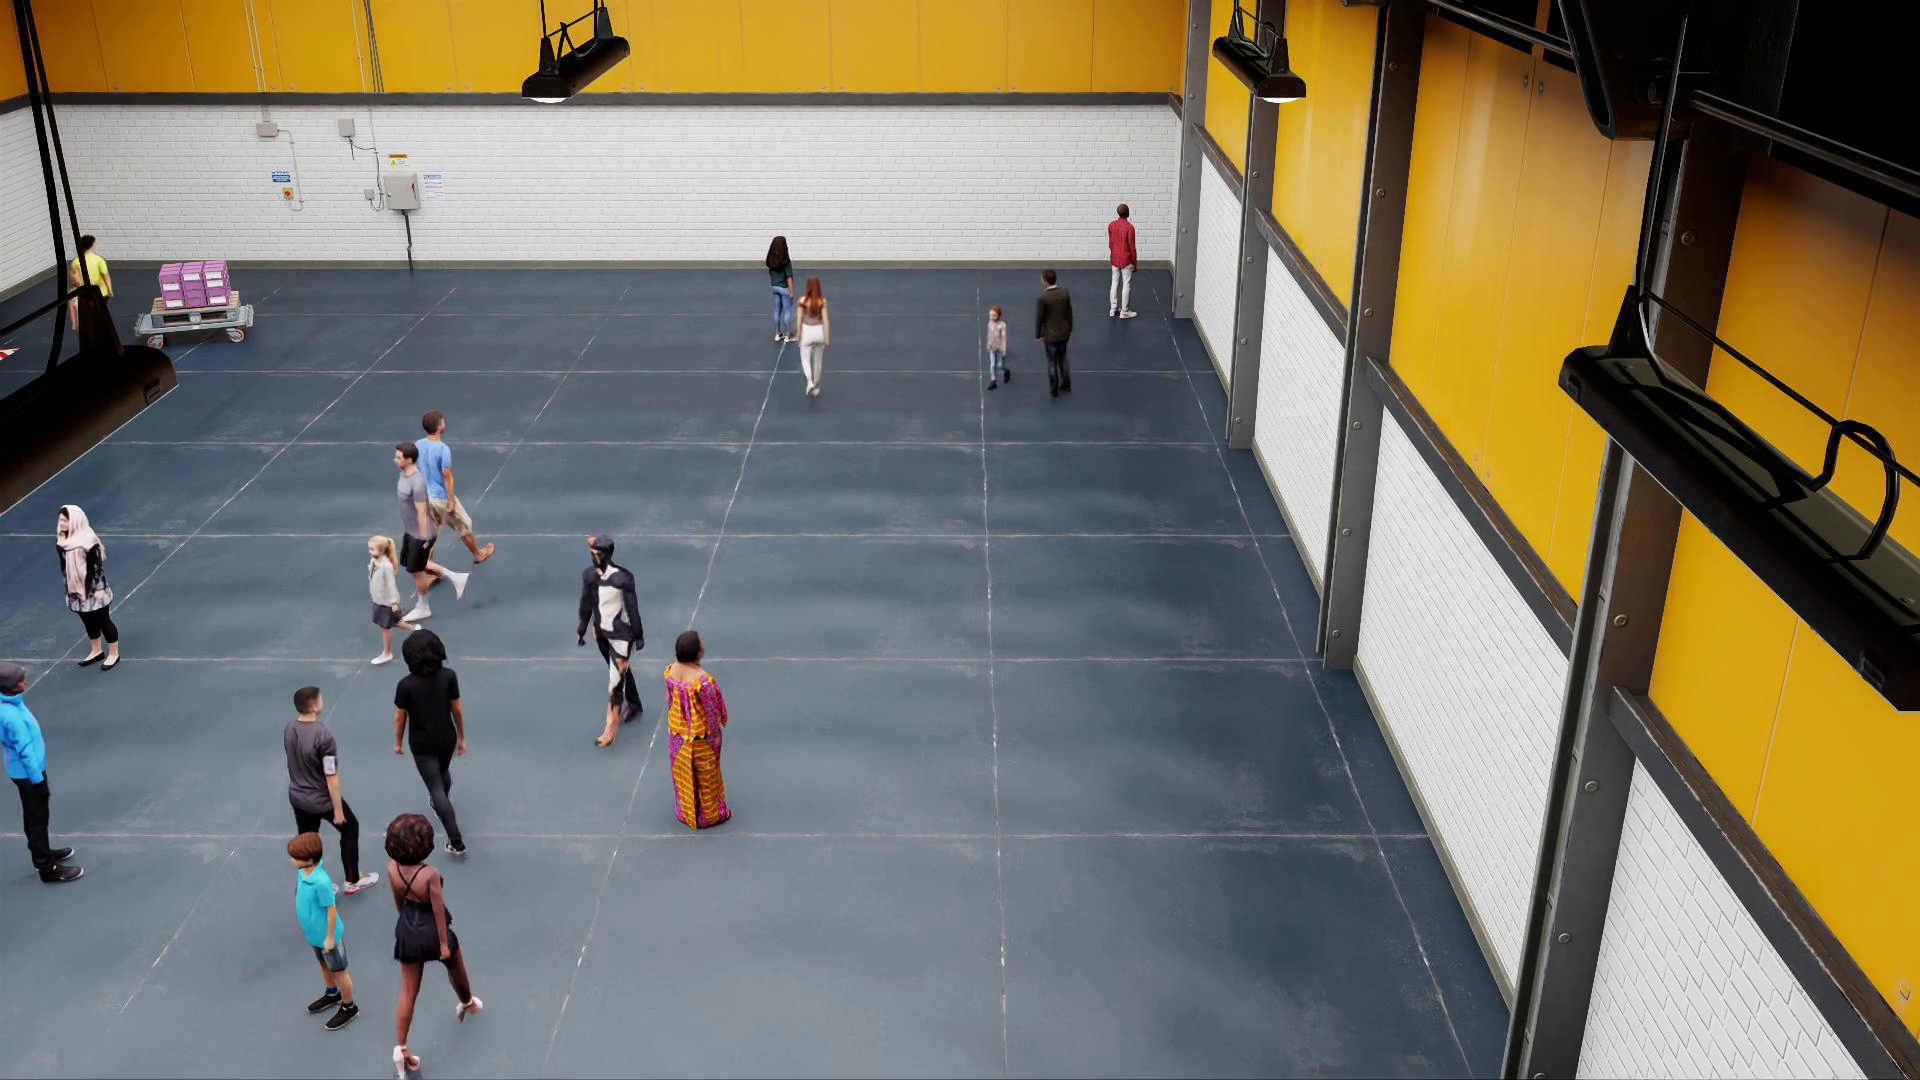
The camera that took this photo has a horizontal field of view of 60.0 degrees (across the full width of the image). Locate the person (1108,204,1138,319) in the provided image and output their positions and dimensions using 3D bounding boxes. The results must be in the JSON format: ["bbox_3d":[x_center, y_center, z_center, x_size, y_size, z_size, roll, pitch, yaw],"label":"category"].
[{"bbox_3d":[2.591,-4.473,26.566,0.751,1.820,0.804,21,31,39],"label":"person"}]

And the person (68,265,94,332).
[{"bbox_3d":[-12.291,-3.021,23.486,0.952,1.627,1.151,-13,27,-27],"label":"person"}]

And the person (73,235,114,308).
[{"bbox_3d":[-13.011,-3.694,24.975,0.782,1.668,1.092,-6,24,-13],"label":"person"}]

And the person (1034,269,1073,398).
[{"bbox_3d":[1.318,-2.832,22.854,0.806,1.786,0.796,-8,25,-17],"label":"person"}]

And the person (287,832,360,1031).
[{"bbox_3d":[-4.207,2.540,10.988,0.595,1.448,0.654,22,32,40],"label":"person"}]

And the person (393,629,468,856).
[{"bbox_3d":[-4.019,1.582,12.748,1.083,1.793,1.228,-16,28,-33],"label":"person"}]

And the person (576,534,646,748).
[{"bbox_3d":[-2.951,0.794,14.475,1.026,1.854,1.197,12,26,25],"label":"person"}]

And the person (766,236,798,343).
[{"bbox_3d":[-2.720,-3.836,25.362,0.710,1.617,0.750,15,28,31],"label":"person"}]

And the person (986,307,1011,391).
[{"bbox_3d":[0.550,-2.704,23.308,0.676,1.187,0.772,15,28,30],"label":"person"}]

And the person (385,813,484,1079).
[{"bbox_3d":[-3.443,2.583,10.516,0.769,1.747,1.132,7,25,15],"label":"person"}]

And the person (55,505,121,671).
[{"bbox_3d":[-8.186,0.425,15.590,0.717,1.637,0.733,8,25,18],"label":"person"}]

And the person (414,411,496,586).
[{"bbox_3d":[-5.468,-0.396,17.230,0.988,1.827,1.248,10,26,23],"label":"person"}]

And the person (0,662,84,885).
[{"bbox_3d":[-6.972,1.726,12.408,0.757,1.802,0.672,-17,29,-34],"label":"person"}]

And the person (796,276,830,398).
[{"bbox_3d":[-2.021,-2.747,22.753,0.654,1.712,0.847,-3,24,-6],"label":"person"}]

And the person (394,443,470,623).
[{"bbox_3d":[-5.279,-0.094,16.514,1.014,1.848,1.024,-15,28,-31],"label":"person"}]

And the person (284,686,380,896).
[{"bbox_3d":[-4.732,1.916,12.048,0.819,1.742,0.878,9,25,20],"label":"person"}]

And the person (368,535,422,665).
[{"bbox_3d":[-5.400,0.540,15.798,0.854,1.260,0.804,-21,31,-39],"label":"person"}]

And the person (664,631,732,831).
[{"bbox_3d":[-2.087,1.460,13.165,0.780,1.683,0.827,17,29,33],"label":"person"}]
